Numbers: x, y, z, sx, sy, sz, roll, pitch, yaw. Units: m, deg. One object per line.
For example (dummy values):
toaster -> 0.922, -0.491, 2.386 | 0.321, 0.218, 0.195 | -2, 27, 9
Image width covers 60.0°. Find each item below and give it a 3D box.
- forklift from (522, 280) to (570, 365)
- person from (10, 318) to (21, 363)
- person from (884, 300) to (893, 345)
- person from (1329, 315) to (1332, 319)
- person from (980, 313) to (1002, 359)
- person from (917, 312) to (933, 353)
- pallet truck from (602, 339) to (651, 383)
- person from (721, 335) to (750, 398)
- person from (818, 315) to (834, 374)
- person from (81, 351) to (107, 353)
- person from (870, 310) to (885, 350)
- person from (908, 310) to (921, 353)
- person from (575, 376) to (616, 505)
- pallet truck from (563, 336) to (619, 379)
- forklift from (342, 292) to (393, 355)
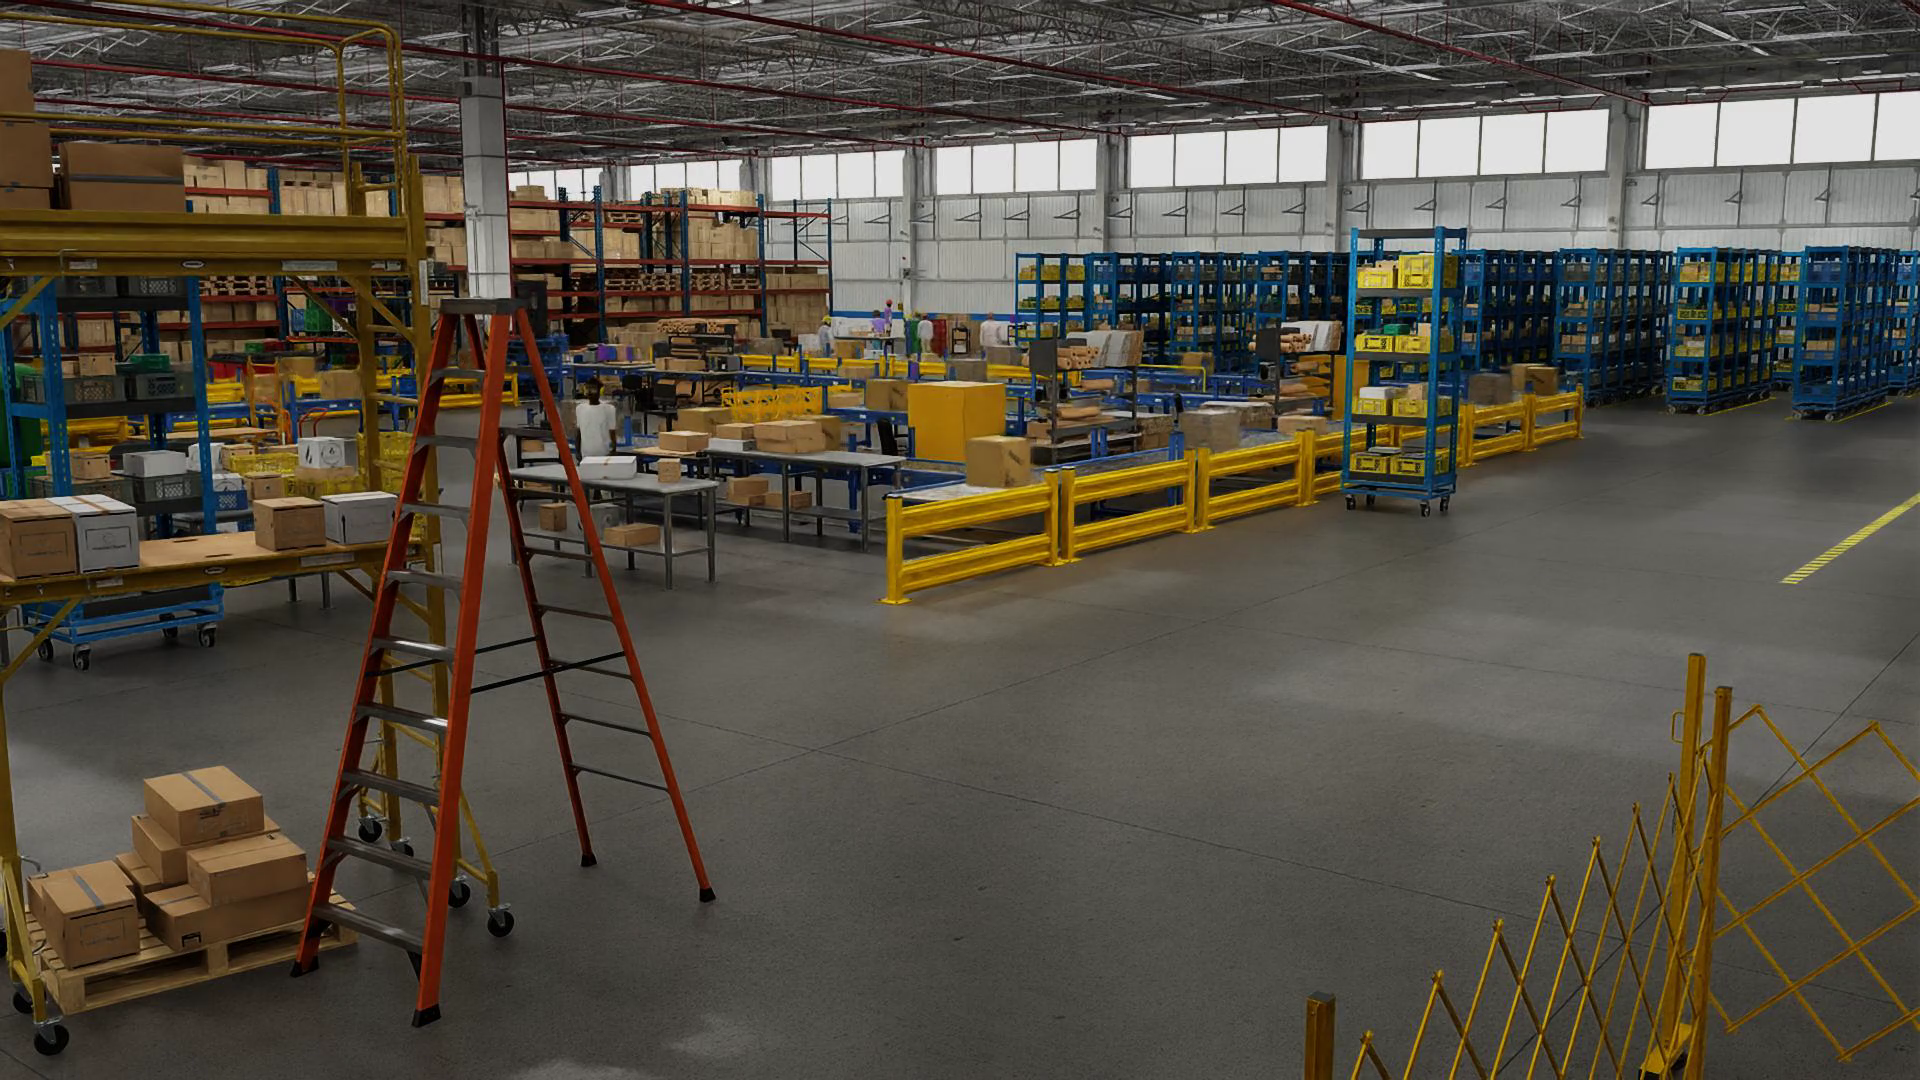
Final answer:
forklift -> -13.374, -6.816, 52.568 | 1.129, 2.768, 1.873 | 7, 11, 37
person -> -29.677, -6.232, 51.978 | 0.666, 1.895, 0.427 | 1, 9, 6
person -> -3.002, -9.235, 70.611 | 0.368, 1.933, 0.553 | -4, 10, -24
person -> 11.861, -6.379, 53.117 | 0.404, 1.829, 0.600 | 3, 9, 16
person -> 0.943, -6.006, 50.759 | 0.652, 1.851, 1.046 | 0, 9, 3
person -> -1.202, -6.917, 56.798 | 0.563, 1.730, 0.437 | -6, 11, -31
pallet truck -> -8.991, -4.871, 45.351 | 0.653, 1.274, 1.630 | 7, 11, 37
person -> -5.495, -4.314, 40.008 | 0.999, 1.890, 0.649 | 6, 11, 32
person -> -3.823, -5.548, 47.912 | 0.404, 1.835, 0.588 | -8, 12, -41
person -> -32.959, -8.074, 63.188 | 0.617, 1.984, 1.053 | 6, 11, 35
person -> -2.708, -6.657, 54.796 | 0.564, 1.847, 0.395 | -7, 11, -37
person -> -1.608, -7.725, 61.953 | 0.954, 1.676, 0.494 | 7, 11, 36
person -> -4.178, -0.939, 19.023 | 0.513, 1.875, 0.325 | 2, 9, 9
pallet truck -> -10.690, -5.294, 48.215 | 1.601, 1.201, 0.680 | -5, 10, -26
forklift -> -16.485, -5.622, 45.120 | 1.129, 2.768, 1.873 | 7, 11, 37
